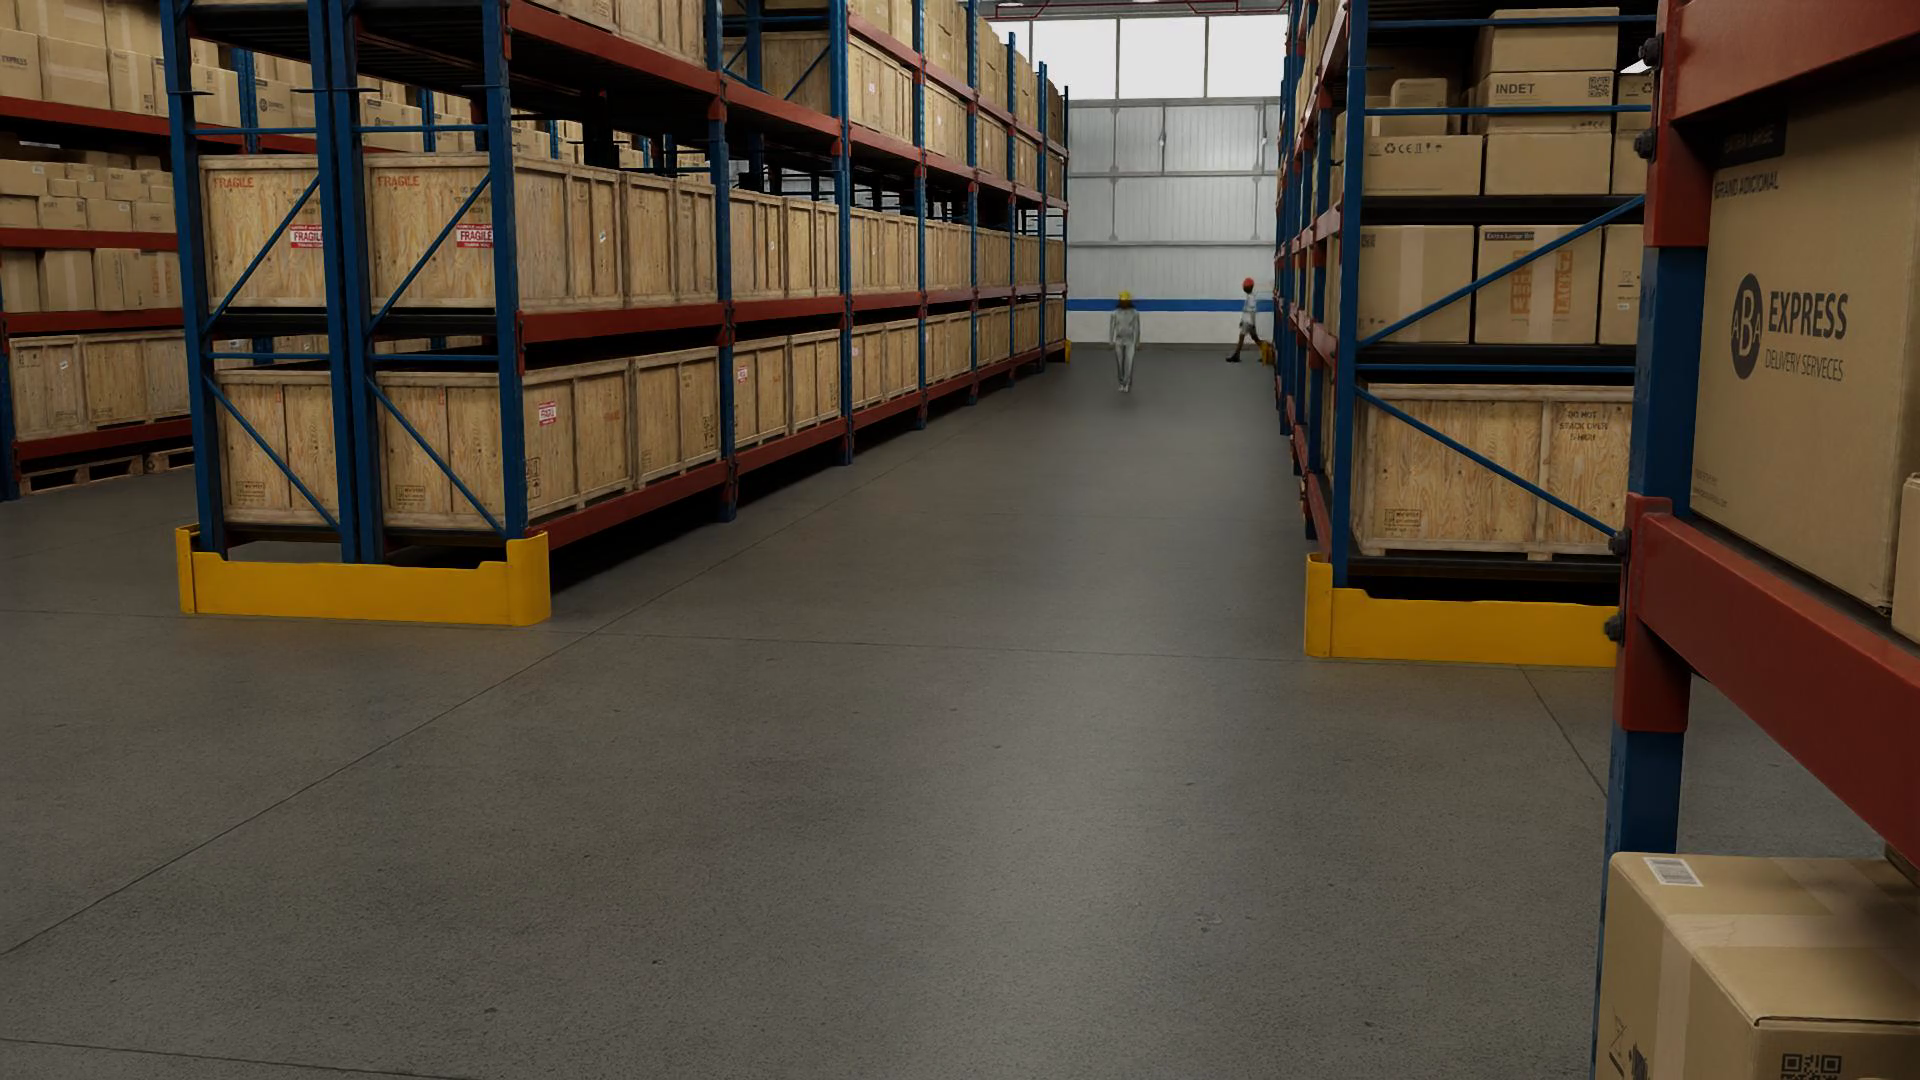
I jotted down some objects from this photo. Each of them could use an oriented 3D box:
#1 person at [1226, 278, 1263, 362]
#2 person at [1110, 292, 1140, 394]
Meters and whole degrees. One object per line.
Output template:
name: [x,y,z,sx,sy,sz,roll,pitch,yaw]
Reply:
person: [6.519,-4.924,37.289,0.977,1.899,0.542,2,9,10]
person: [2.775,-3.332,27.991,0.495,1.698,0.892,2,9,10]
